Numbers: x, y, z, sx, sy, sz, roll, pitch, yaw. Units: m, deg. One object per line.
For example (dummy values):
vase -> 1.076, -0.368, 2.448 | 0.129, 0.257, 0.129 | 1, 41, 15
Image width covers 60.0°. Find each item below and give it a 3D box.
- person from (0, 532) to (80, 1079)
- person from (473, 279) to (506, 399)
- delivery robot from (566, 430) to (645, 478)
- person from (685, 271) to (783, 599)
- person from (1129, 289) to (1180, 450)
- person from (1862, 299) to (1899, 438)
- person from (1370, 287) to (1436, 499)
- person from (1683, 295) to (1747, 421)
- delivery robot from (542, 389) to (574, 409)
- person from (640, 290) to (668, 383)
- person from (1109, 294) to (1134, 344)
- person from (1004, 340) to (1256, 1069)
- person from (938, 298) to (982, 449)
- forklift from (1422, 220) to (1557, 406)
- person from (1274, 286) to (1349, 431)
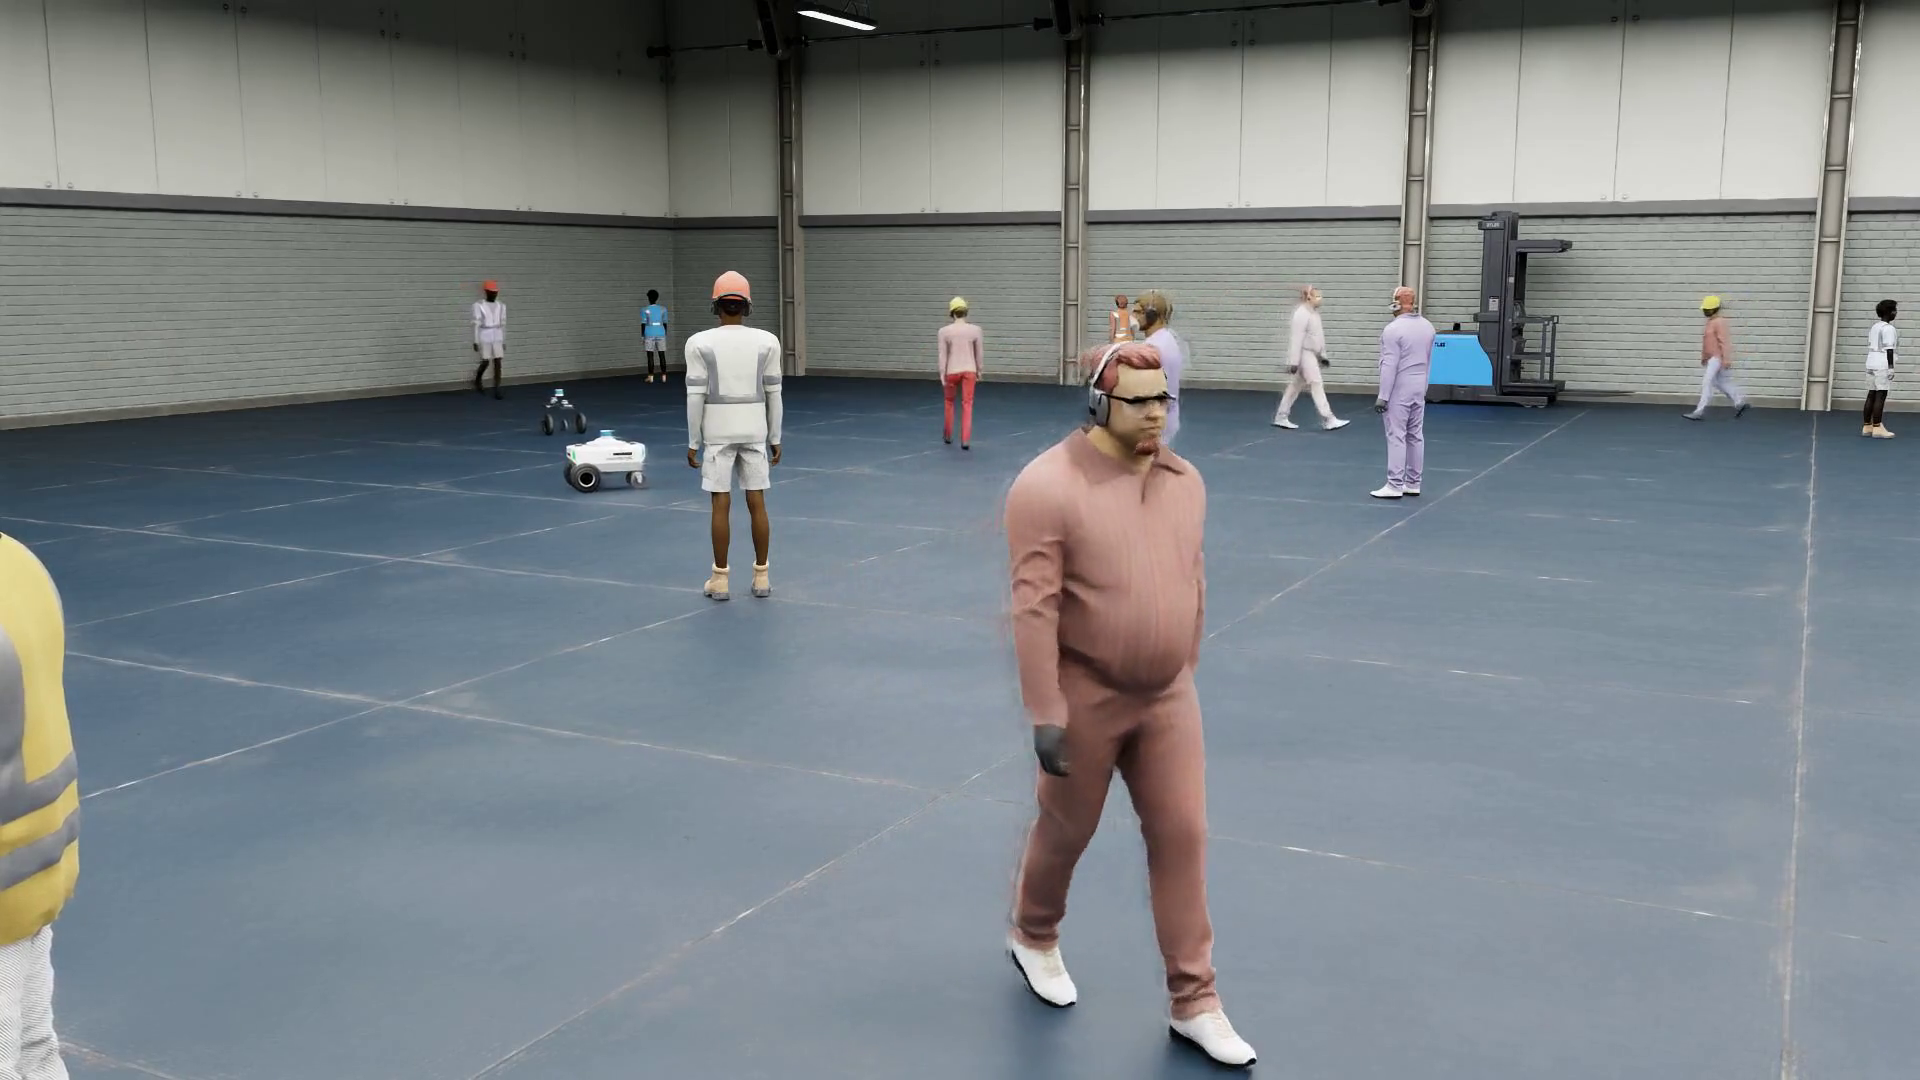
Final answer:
person -> -1.789, 0.664, 2.935 | 0.429, 1.841, 0.634 | -2, 10, -15
person -> -7.571, -3.233, 26.711 | 0.578, 1.924, 0.653 | -7, 12, -38
delivery robot -> -3.347, -0.797, 15.744 | 0.707, 0.478, 0.477 | -4, 10, -22
person -> -1.423, -0.658, 10.468 | 0.615, 2.043, 0.373 | -3, 10, -20
person -> 1.265, -0.720, 11.210 | 0.422, 1.924, 0.636 | 2, 9, 13
person -> 11.384, -2.118, 20.533 | 0.318, 1.699, 0.535 | 1, 9, 5
person -> 3.986, -1.330, 15.054 | 0.639, 1.902, 0.407 | -7, 12, -38
person -> 10.406, -2.493, 22.781 | 0.804, 1.714, 0.571 | 1, 9, 4
delivery robot -> -5.087, -1.797, 21.113 | 0.335, 0.223, 0.698 | -5, 10, -28
person -> -5.614, -3.737, 30.526 | 0.543, 1.695, 0.317 | -6, 11, -32
person -> 2.748, -3.345, 28.275 | 0.514, 1.642, 0.314 | -5, 10, -29
person -> 0.422, 0.403, 4.456 | 0.658, 1.875, 0.845 | -5, 10, -28
person -> -0.006, -1.945, 19.394 | 0.525, 1.727, 0.866 | -1, 9, -4
forklift -> 8.245, -3.527, 25.720 | 1.873, 2.768, 1.129 | 5, 10, 27
person -> 4.527, -2.339, 21.428 | 1.010, 1.853, 0.646 | 4, 10, 21
